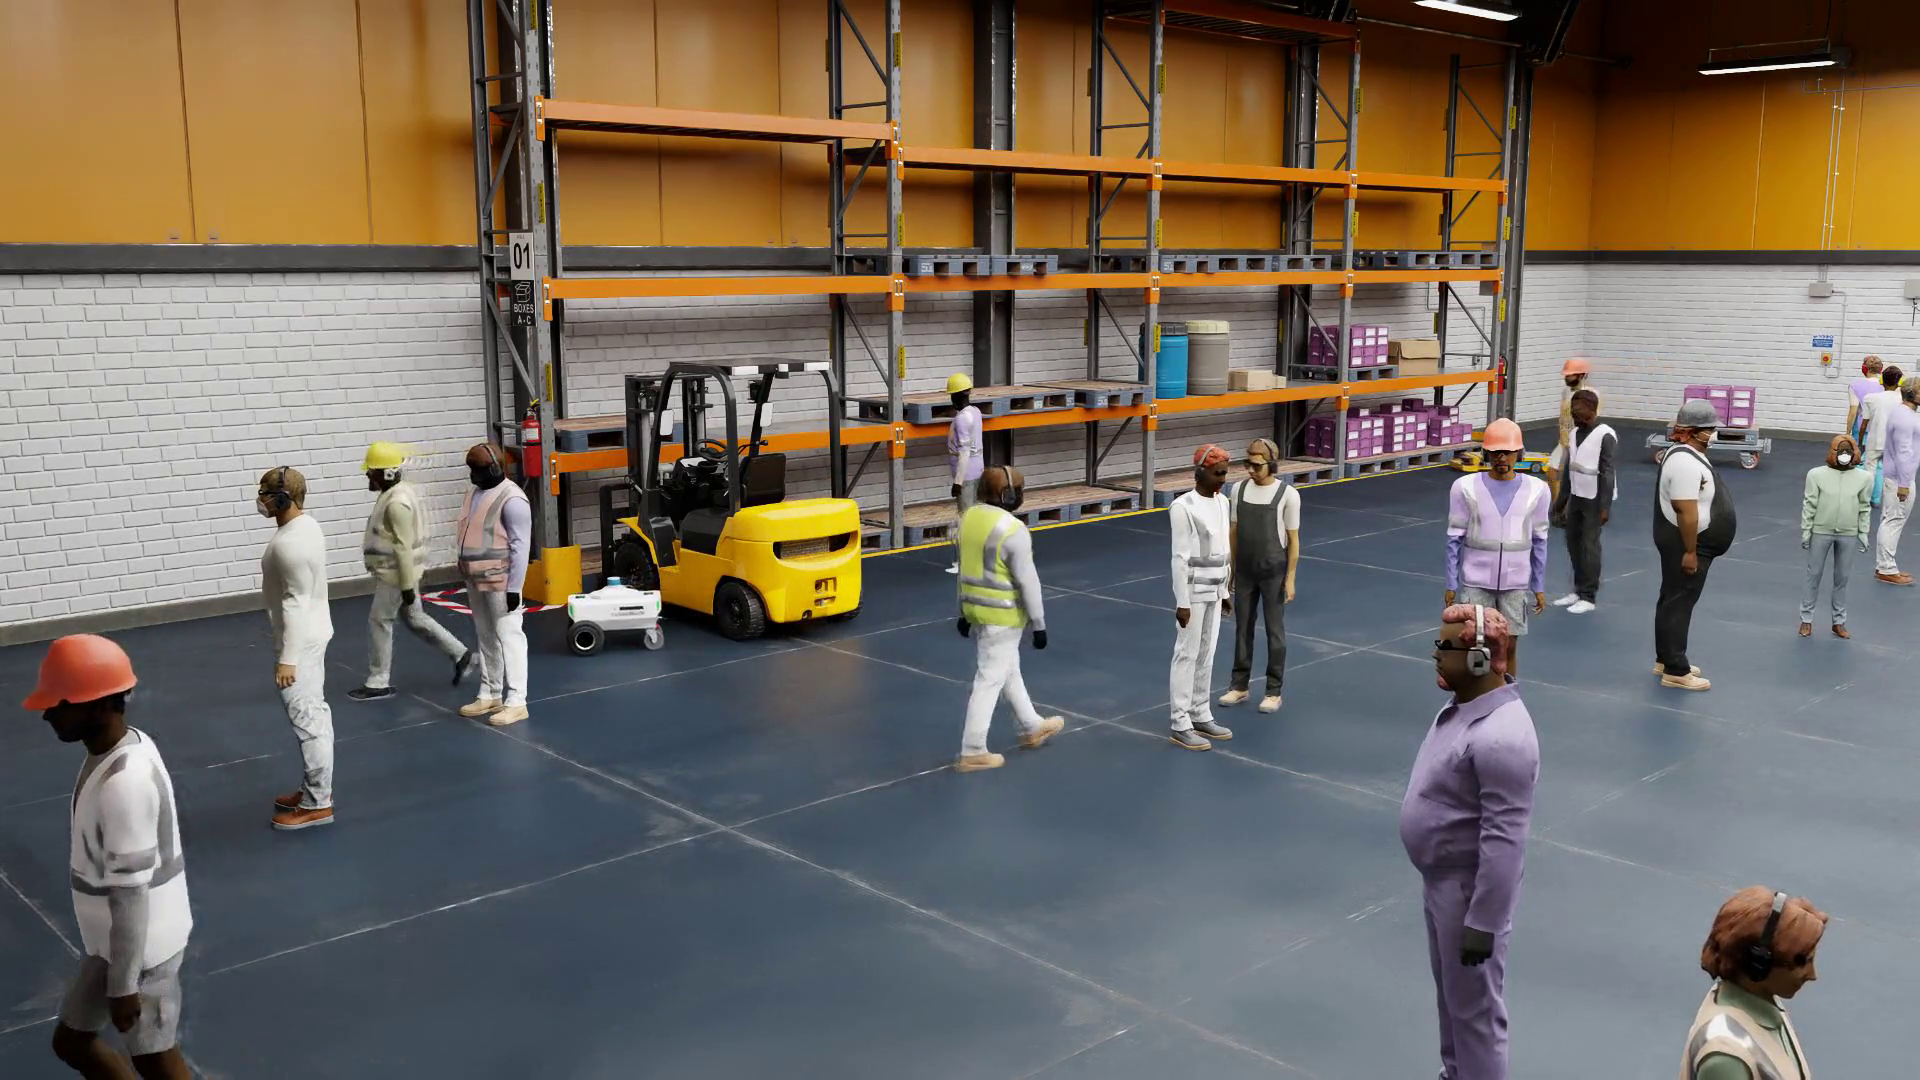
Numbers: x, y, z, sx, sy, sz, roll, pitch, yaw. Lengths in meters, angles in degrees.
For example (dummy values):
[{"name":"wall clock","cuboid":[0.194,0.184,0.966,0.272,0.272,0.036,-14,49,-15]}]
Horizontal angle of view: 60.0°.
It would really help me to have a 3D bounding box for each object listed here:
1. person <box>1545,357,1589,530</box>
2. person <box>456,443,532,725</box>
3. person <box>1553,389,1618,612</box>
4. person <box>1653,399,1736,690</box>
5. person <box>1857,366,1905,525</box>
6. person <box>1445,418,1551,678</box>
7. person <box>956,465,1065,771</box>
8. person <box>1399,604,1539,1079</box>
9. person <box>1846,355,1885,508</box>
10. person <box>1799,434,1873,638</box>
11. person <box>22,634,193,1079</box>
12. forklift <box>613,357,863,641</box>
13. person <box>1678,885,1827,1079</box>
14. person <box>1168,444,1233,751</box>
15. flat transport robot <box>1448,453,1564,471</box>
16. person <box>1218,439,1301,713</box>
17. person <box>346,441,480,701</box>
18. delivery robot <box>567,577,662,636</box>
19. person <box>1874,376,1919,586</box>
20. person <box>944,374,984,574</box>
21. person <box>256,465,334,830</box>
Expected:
[{"name":"person","cuboid":[6.711,-1.056,18.387,0.636,1.920,0.558,-3,10,-14]},{"name":"person","cuboid":[-3.049,0.278,10.846,0.625,1.840,0.429,9,13,42]},{"name":"person","cuboid":[5.376,-0.329,14.271,0.444,1.891,0.637,-2,10,-13]},{"name":"person","cuboid":[5.192,0.017,11.778,0.536,2.000,0.677,3,10,16]},{"name":"person","cuboid":[10.033,-0.965,18.088,0.530,1.855,0.334,5,11,25]},{"name":"person","cuboid":[3.343,0.257,10.368,0.613,2.041,0.393,2,10,10]},{"name":"person","cuboid":[0.338,0.450,9.947,0.896,1.799,0.642,-5,11,-28]},{"name":"person","cuboid":[1.664,1.150,5.539,0.409,1.907,0.651,1,10,5]},{"name":"person","cuboid":[10.916,-1.288,19.987,0.564,1.846,0.394,-1,10,-4]},{"name":"person","cuboid":[6.967,-0.031,13.248,0.497,1.634,0.278,3,10,15]},{"name":"person","cuboid":[-2.567,1.220,5.082,0.515,1.918,0.566,-6,11,-32]},{"name":"forklift","cuboid":[-1.847,-0.414,13.852,1.214,2.155,2.313,-9,13,-42]},{"name":"person","cuboid":[1.767,1.579,3.810,0.308,1.640,0.511,5,11,29]},{"name":"person","cuboid":[1.505,0.343,10.319,0.355,1.887,0.573,7,12,37]},{"name":"flat transport robot","cuboid":[7.734,-1.112,23.561,1.431,0.197,0.652,0,10,-1]},{"name":"person","cuboid":[2.007,0.234,11.107,0.505,1.838,0.349,7,12,36]},{"name":"person","cuboid":[-3.789,0.200,11.442,0.843,1.802,0.597,-3,10,-15]},{"name":"delivery robot","cuboid":[-2.659,0.528,12.835,0.707,0.478,0.477,-3,10,-11]},{"name":"person","cuboid":[8.728,-0.552,15.411,0.354,1.937,0.635,5,11,27]},{"name":"person","cuboid":[0.033,-0.632,15.939,0.381,1.918,0.584,2,10,13]},{"name":"person","cuboid":[-3.542,0.564,8.874,0.372,1.940,0.632,-3,10,-17]}]
